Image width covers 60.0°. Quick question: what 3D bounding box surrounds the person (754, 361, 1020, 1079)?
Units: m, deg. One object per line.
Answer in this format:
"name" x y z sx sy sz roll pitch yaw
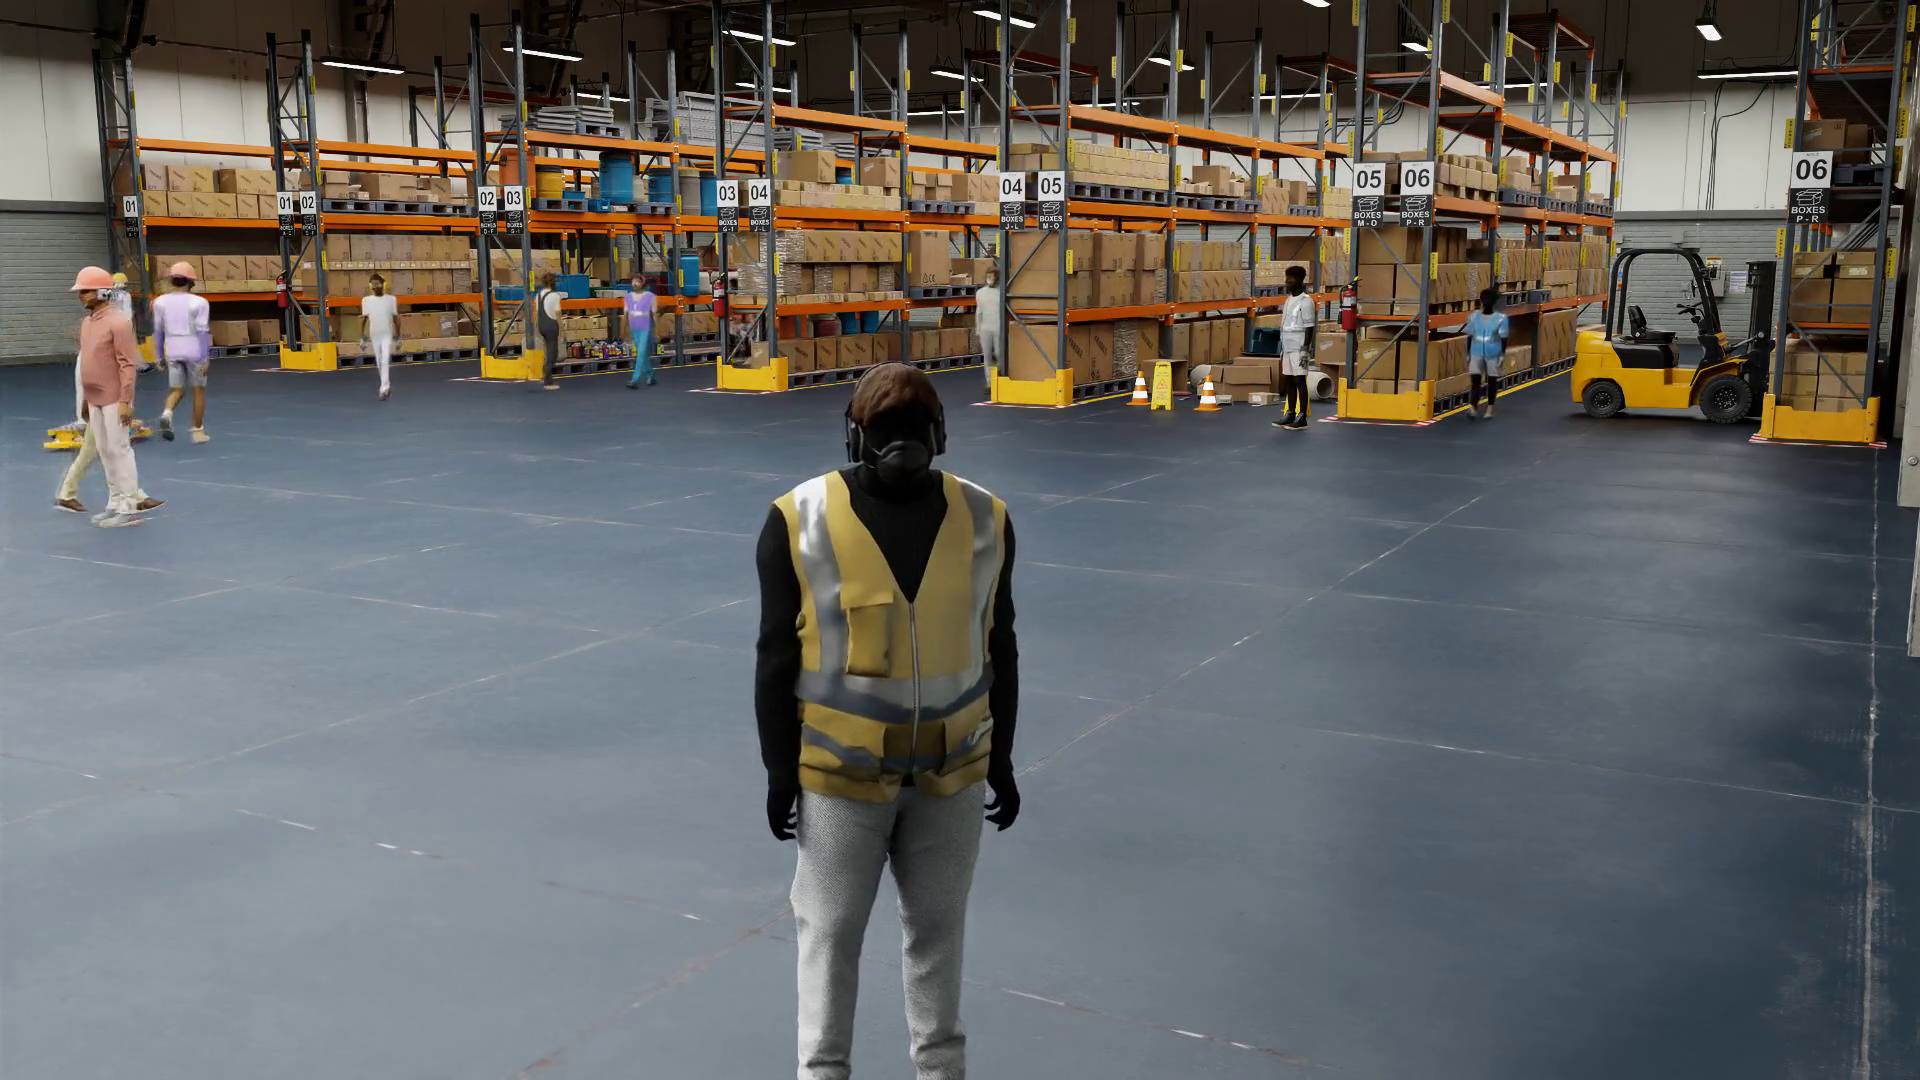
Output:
"person" -0.150 0.519 3.780 0.619 1.845 0.430 -3 10 -16

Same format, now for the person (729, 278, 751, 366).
"person" -4.190 -4.089 31.242 0.543 1.661 0.735 8 13 40

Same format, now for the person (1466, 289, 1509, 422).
"person" 6.612 -2.317 20.916 0.539 1.649 0.881 5 11 28

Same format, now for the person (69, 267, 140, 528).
"person" -6.561 -1.089 12.805 0.625 1.993 0.495 7 12 35

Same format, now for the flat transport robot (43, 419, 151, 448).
"flat transport robot" -9.477 -1.175 18.293 0.652 0.197 1.431 -2 10 -9

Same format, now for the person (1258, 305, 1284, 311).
"person" 7.176 -5.428 38.399 0.614 1.904 0.733 2 10 12

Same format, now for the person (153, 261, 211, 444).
"person" -8.498 -2.025 18.157 0.623 2.019 0.670 0 10 0

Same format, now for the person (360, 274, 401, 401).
"person" -8.409 -2.946 24.131 0.535 1.829 0.965 -1 10 -7

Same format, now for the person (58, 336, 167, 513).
"person" -6.923 -0.997 13.417 0.894 1.577 0.510 -1 10 -5

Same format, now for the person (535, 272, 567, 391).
"person" -6.296 -3.216 25.685 0.520 1.825 0.485 8 12 39

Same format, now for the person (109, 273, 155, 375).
"person" -14.407 -3.706 28.674 0.621 1.779 0.916 4 10 21

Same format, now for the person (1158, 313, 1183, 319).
"person" 4.595 -4.969 35.883 0.584 1.858 0.780 6 11 32

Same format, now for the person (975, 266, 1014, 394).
"person" 0.528 -3.169 25.146 0.642 1.919 0.569 4 11 24

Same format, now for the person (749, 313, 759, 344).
"person" -4.724 -5.432 38.387 0.620 1.919 0.400 6 11 31

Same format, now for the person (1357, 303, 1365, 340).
"person" 8.670 -5.033 36.250 0.510 1.860 0.333 2 10 11

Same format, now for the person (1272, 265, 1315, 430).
"person" 4.019 -2.308 19.970 0.361 1.963 0.613 -3 10 -16

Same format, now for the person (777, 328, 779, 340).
"person" -4.405 -5.973 41.285 0.652 2.007 0.905 4 11 24

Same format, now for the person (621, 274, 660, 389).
"person" -5.037 -3.293 26.235 0.587 1.804 0.982 4 10 21
